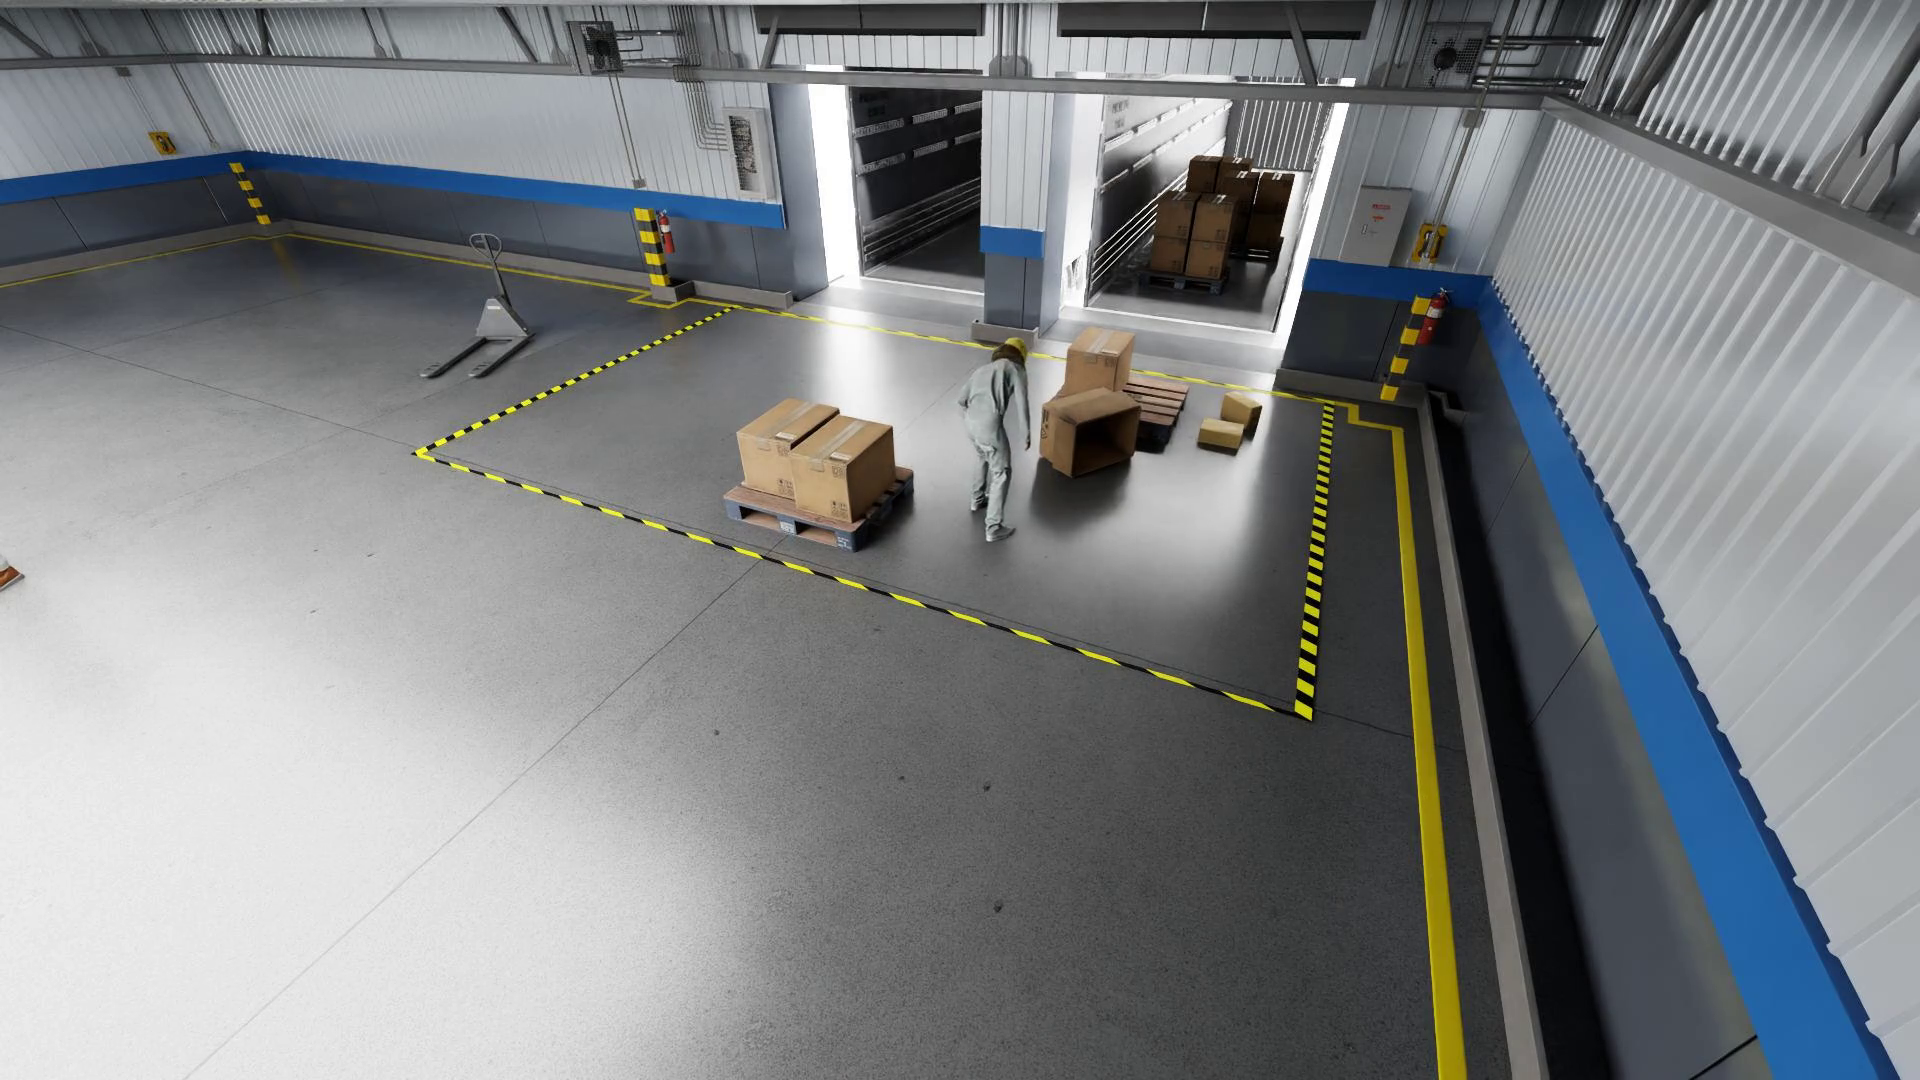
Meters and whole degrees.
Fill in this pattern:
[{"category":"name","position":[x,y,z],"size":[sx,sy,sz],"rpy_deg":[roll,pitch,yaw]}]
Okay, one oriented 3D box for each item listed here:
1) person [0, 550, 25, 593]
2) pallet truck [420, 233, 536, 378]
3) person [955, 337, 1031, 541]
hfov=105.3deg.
[{"category":"person","position":[-6.902,-0.454,4.646],"size":[0.604,1.948,0.401],"rpy_deg":[8,36,11]},{"category":"pallet truck","position":[-5.664,-2.712,8.427],"size":[0.680,1.201,1.601],"rpy_deg":[0,35,-1]},{"category":"person","position":[0.321,-0.794,5.666],"size":[0.722,1.333,0.841],"rpy_deg":[29,45,35]}]
